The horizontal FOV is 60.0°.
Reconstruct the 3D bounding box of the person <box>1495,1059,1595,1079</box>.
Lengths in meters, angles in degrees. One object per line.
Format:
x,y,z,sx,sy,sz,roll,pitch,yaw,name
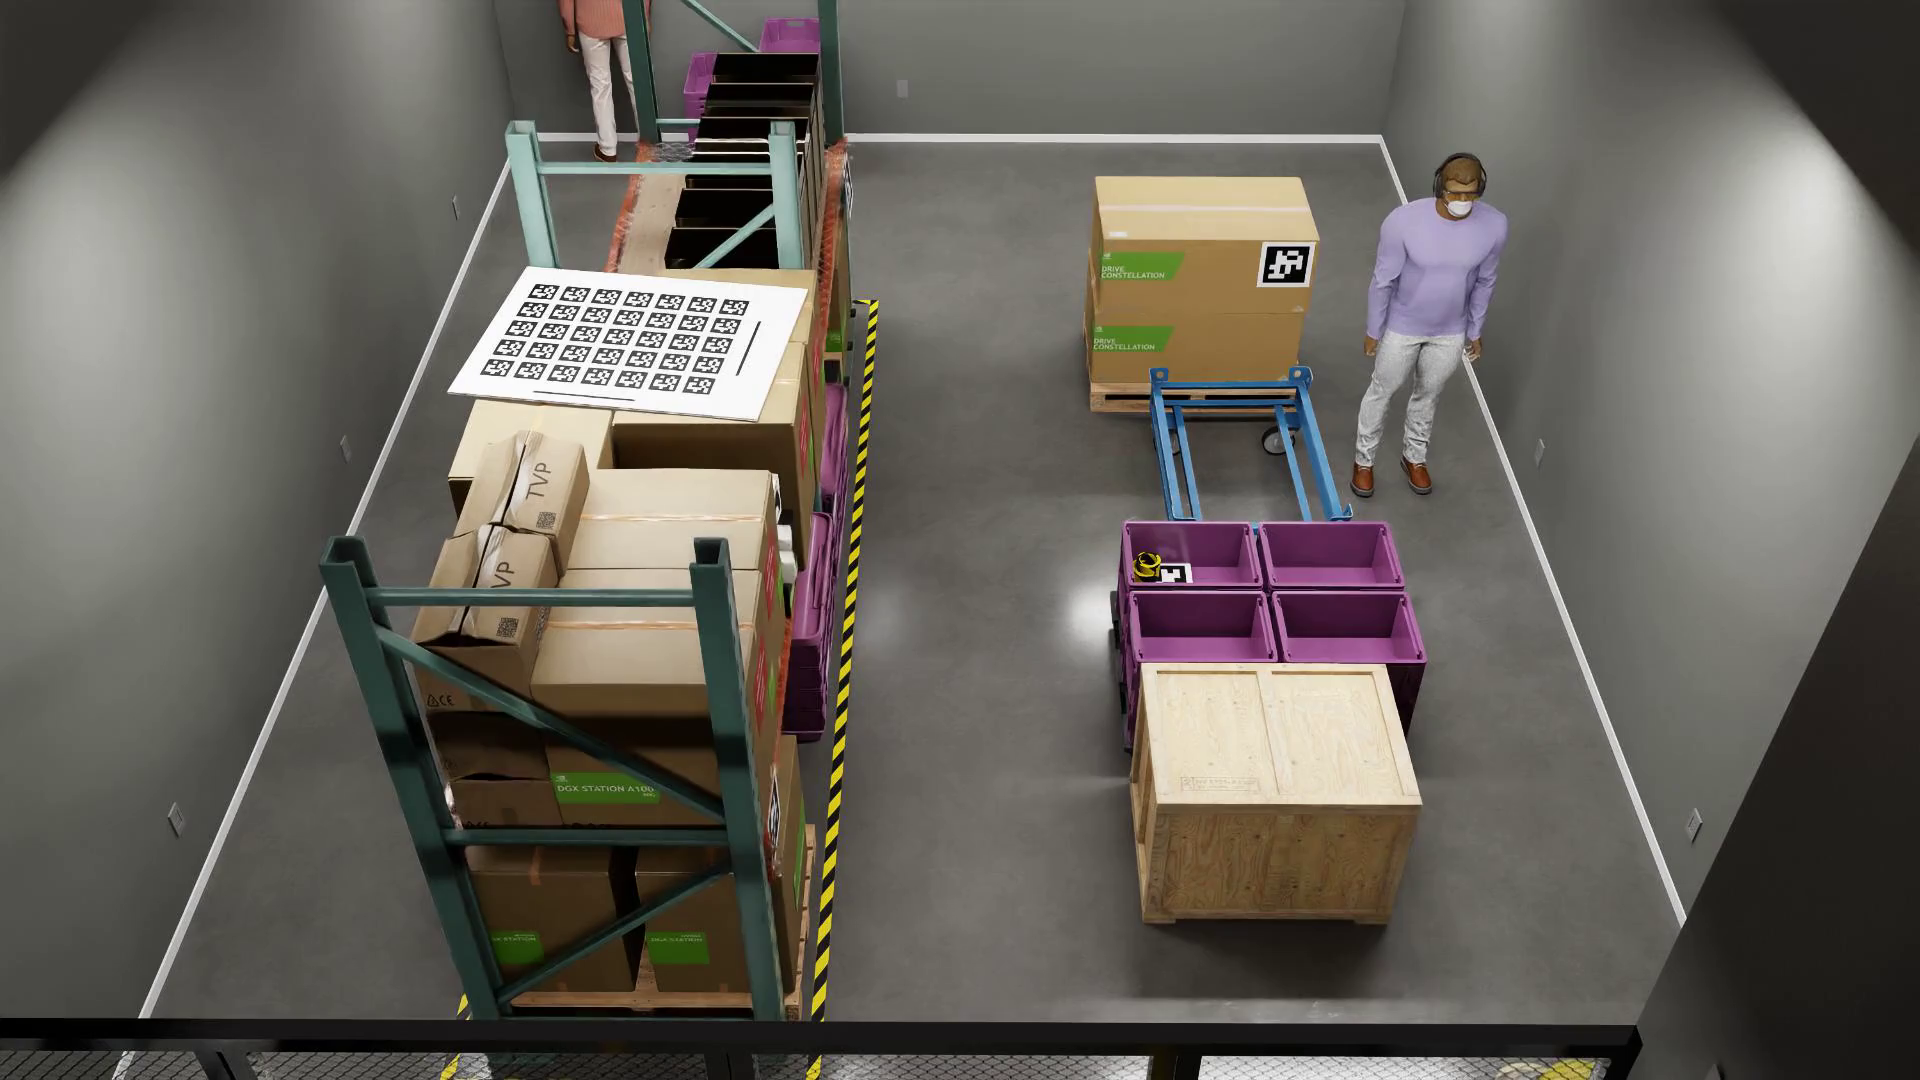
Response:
1.609,2.063,4.839,0.404,1.835,0.588,6,42,7,person

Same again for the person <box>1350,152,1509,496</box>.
2.329,-1.061,8.323,0.627,1.941,0.370,-1,41,-1,person

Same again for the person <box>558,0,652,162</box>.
-2.329,-3.421,10.973,0.612,1.995,0.376,-16,44,-18,person
